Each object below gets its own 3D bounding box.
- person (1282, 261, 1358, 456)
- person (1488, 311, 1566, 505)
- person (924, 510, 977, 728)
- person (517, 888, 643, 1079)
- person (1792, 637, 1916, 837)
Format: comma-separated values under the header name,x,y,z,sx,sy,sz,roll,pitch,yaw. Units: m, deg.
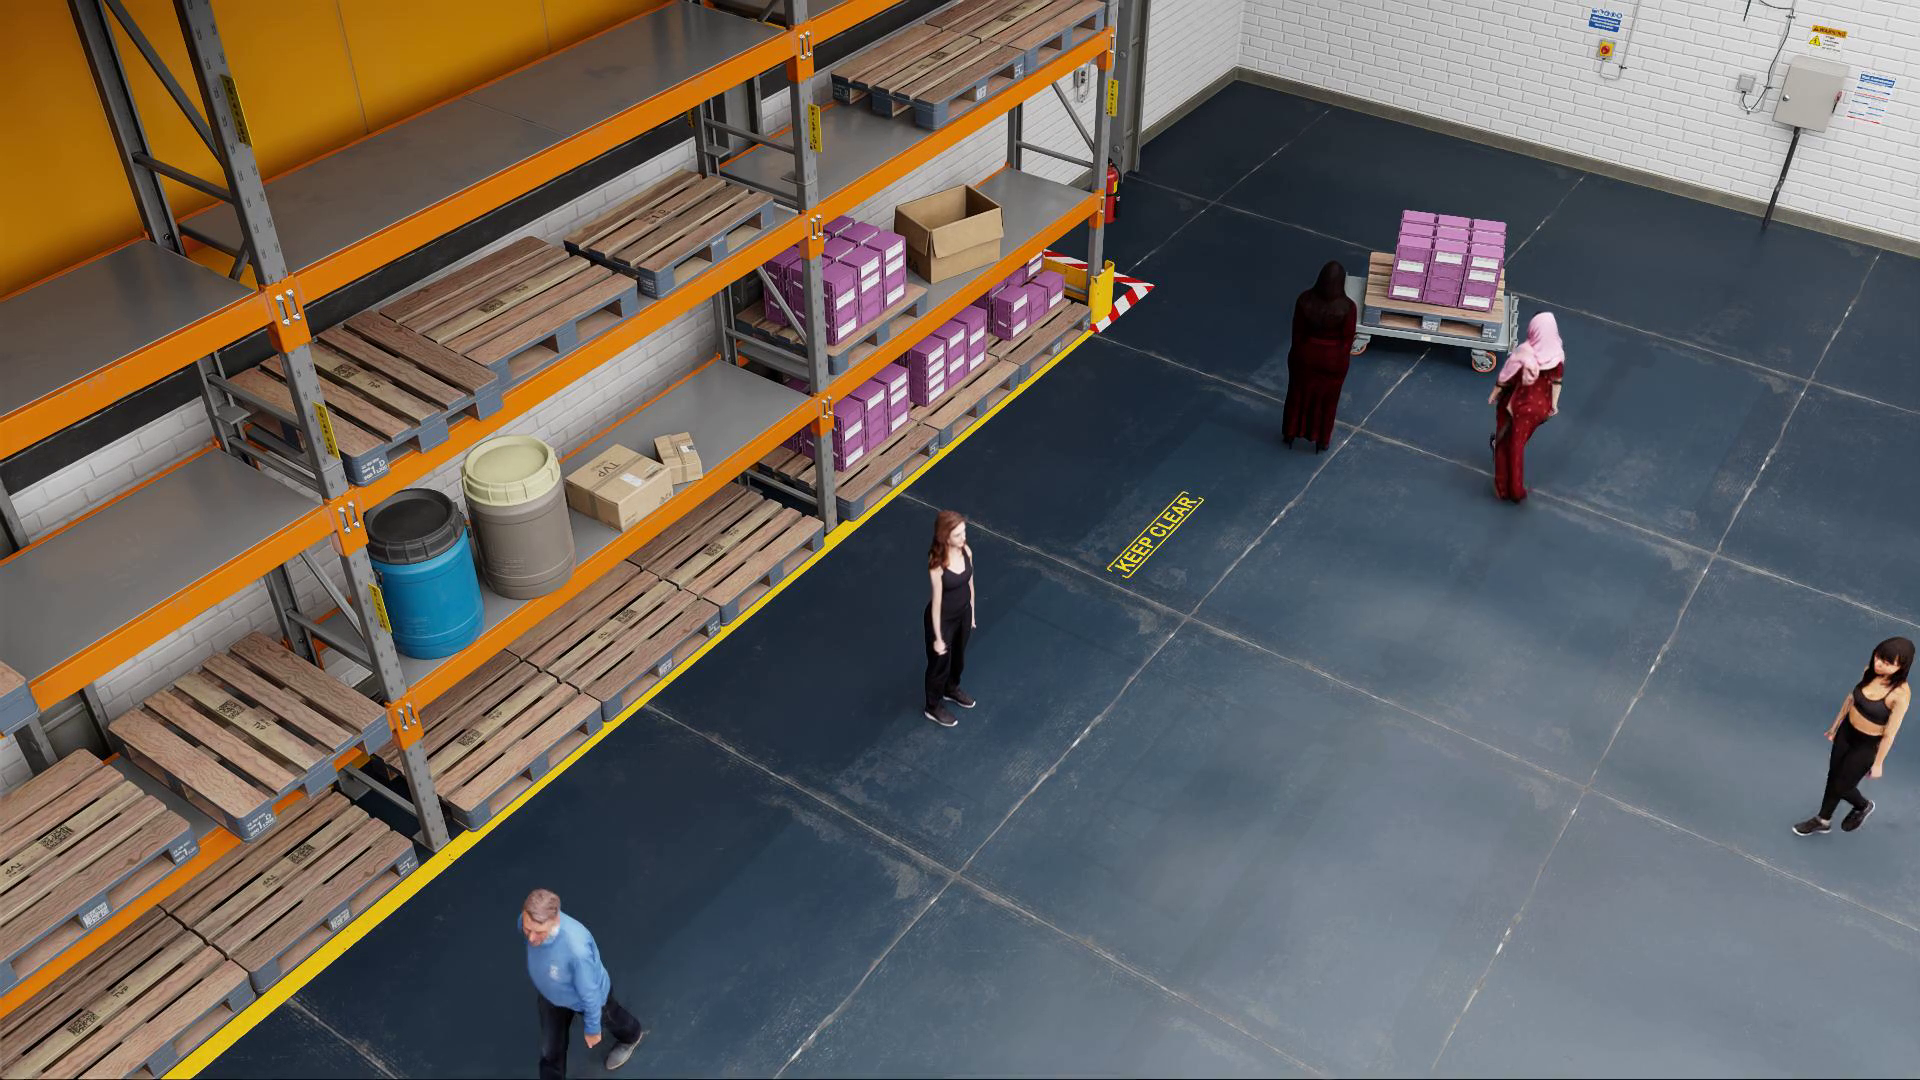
name,x,y,z,sx,sy,sz,roll,pitch,yaw
person,2.921,-1.475,13.527,0.719,1.758,0.683,13,40,16
person,4.468,-1.025,13.071,1.082,1.623,1.155,-5,39,-7
person,-0.092,0.506,11.057,0.632,1.745,0.467,28,46,30
person,-1.982,2.317,8.784,0.779,1.751,1.212,19,42,22
person,5.617,1.229,10.237,0.840,1.638,0.778,-7,39,-9
